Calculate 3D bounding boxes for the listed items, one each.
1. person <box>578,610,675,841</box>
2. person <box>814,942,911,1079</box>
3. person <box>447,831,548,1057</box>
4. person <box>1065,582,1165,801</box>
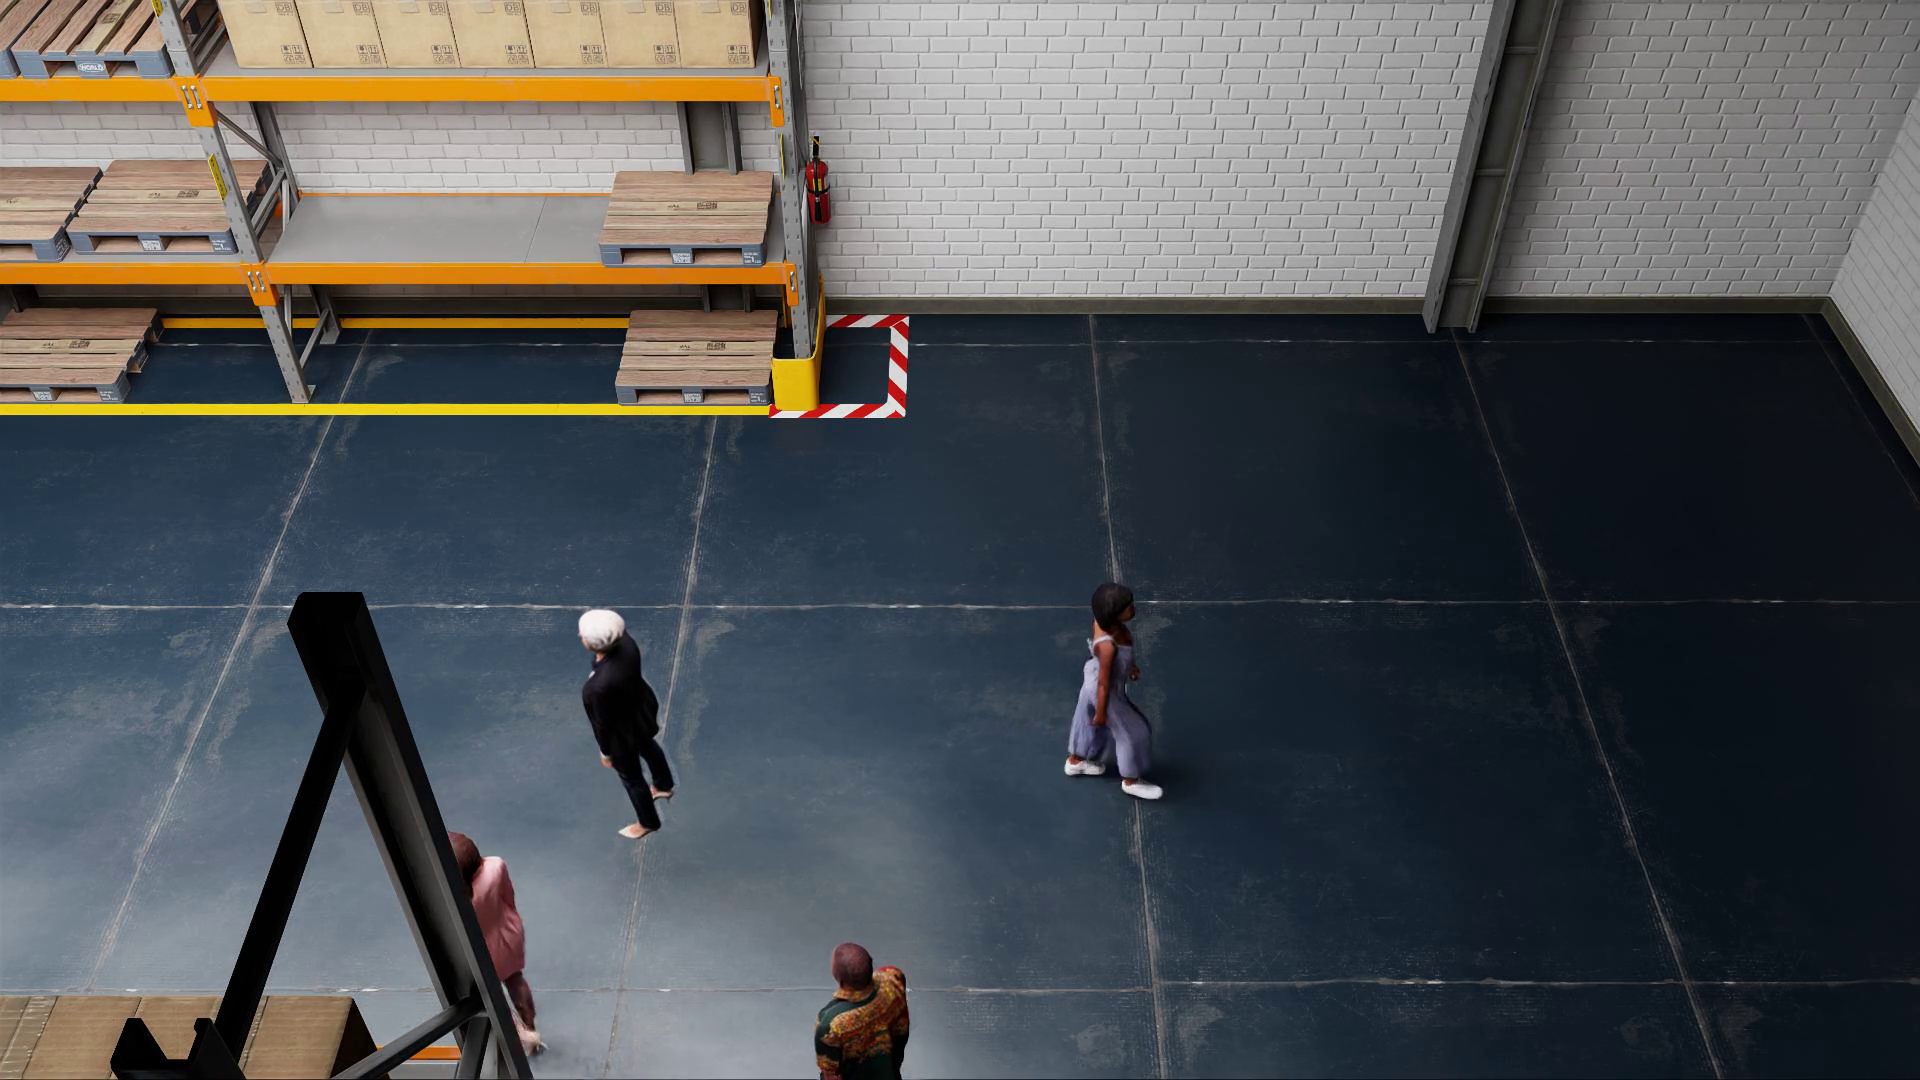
[{"bbox_3d":[-1.788,0.946,8.956,0.659,1.779,0.763,9,44,9],"label":"person"},{"bbox_3d":[-0.415,2.576,7.999,0.930,1.787,0.975,-26,49,-24],"label":"person"},{"bbox_3d":[-2.319,2.116,8.481,0.810,1.789,0.758,24,49,23],"label":"person"},{"bbox_3d":[0.780,0.874,9.865,0.861,1.677,0.644,3,44,3],"label":"person"}]
